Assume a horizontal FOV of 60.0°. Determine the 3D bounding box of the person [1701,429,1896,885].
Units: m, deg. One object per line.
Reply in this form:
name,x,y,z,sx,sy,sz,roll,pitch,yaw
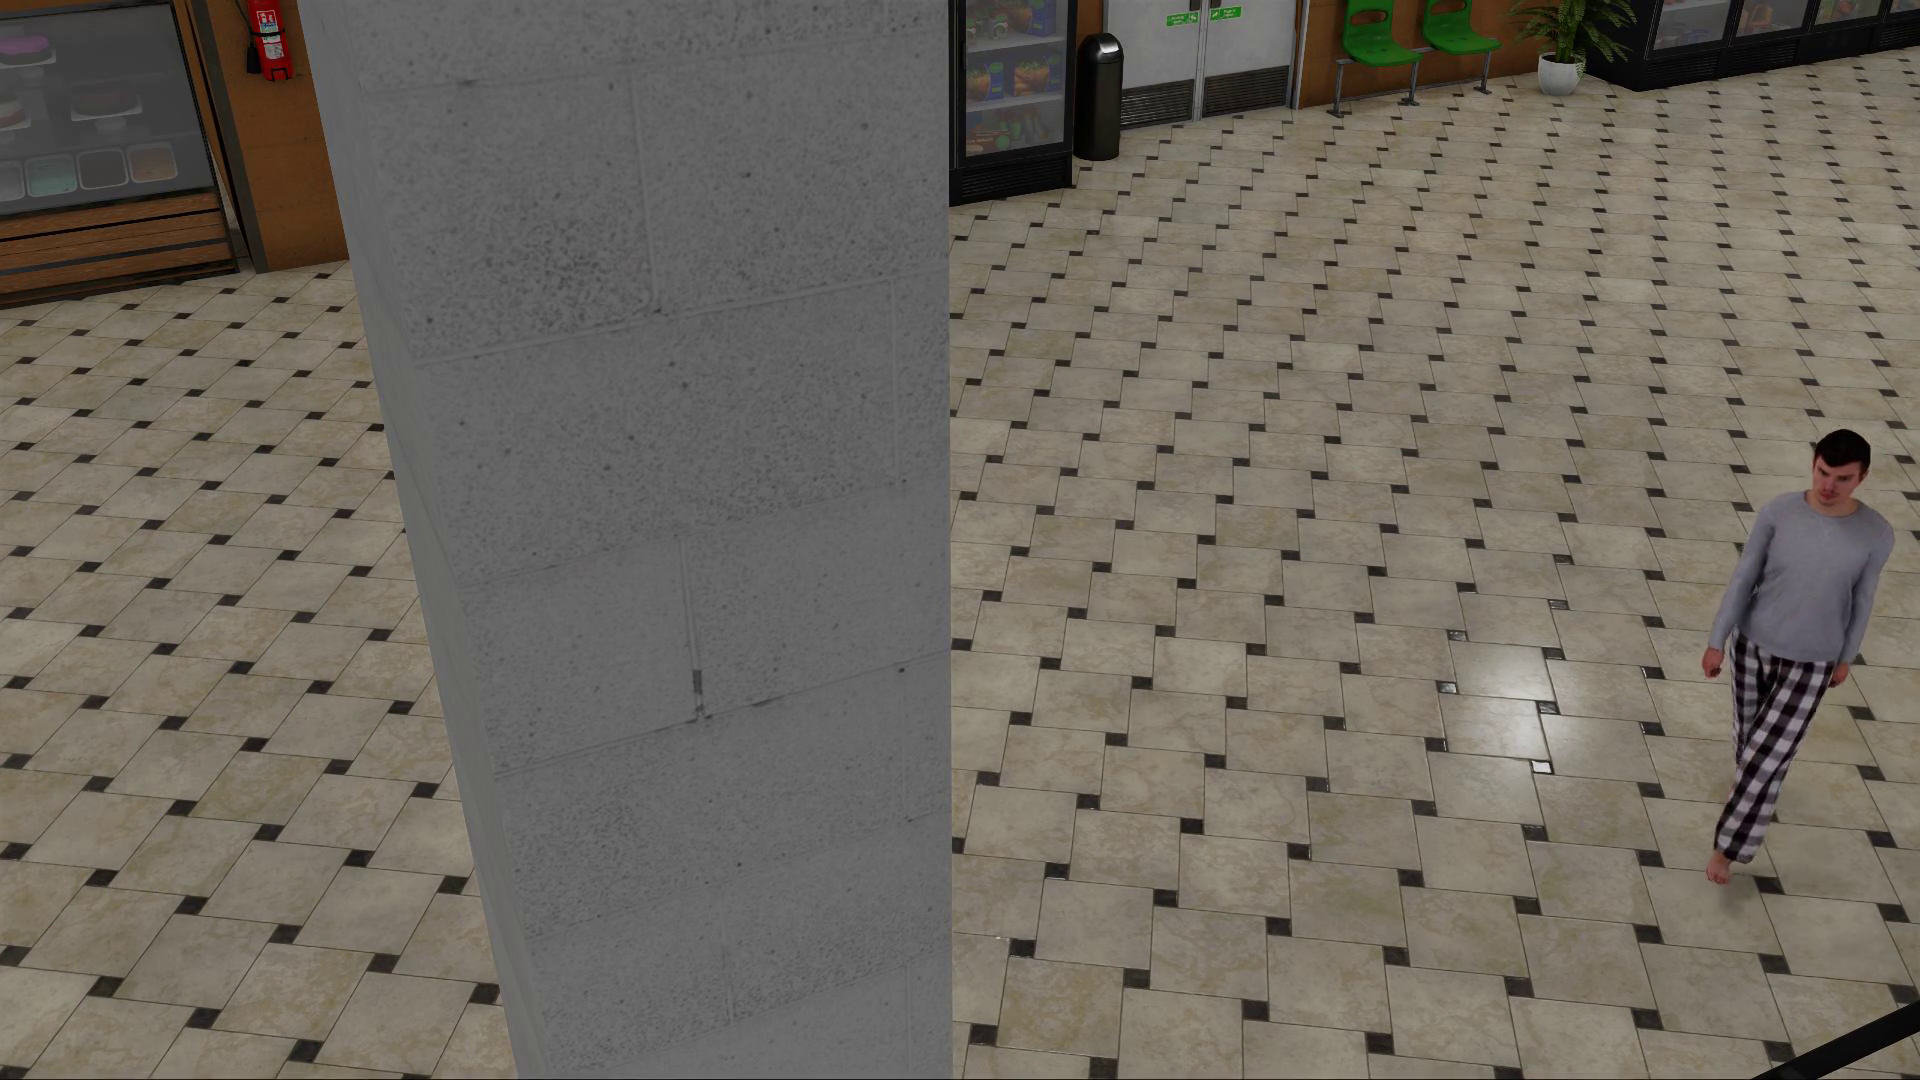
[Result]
person,3.191,0.377,6.411,1.203,1.794,1.096,20,37,29
